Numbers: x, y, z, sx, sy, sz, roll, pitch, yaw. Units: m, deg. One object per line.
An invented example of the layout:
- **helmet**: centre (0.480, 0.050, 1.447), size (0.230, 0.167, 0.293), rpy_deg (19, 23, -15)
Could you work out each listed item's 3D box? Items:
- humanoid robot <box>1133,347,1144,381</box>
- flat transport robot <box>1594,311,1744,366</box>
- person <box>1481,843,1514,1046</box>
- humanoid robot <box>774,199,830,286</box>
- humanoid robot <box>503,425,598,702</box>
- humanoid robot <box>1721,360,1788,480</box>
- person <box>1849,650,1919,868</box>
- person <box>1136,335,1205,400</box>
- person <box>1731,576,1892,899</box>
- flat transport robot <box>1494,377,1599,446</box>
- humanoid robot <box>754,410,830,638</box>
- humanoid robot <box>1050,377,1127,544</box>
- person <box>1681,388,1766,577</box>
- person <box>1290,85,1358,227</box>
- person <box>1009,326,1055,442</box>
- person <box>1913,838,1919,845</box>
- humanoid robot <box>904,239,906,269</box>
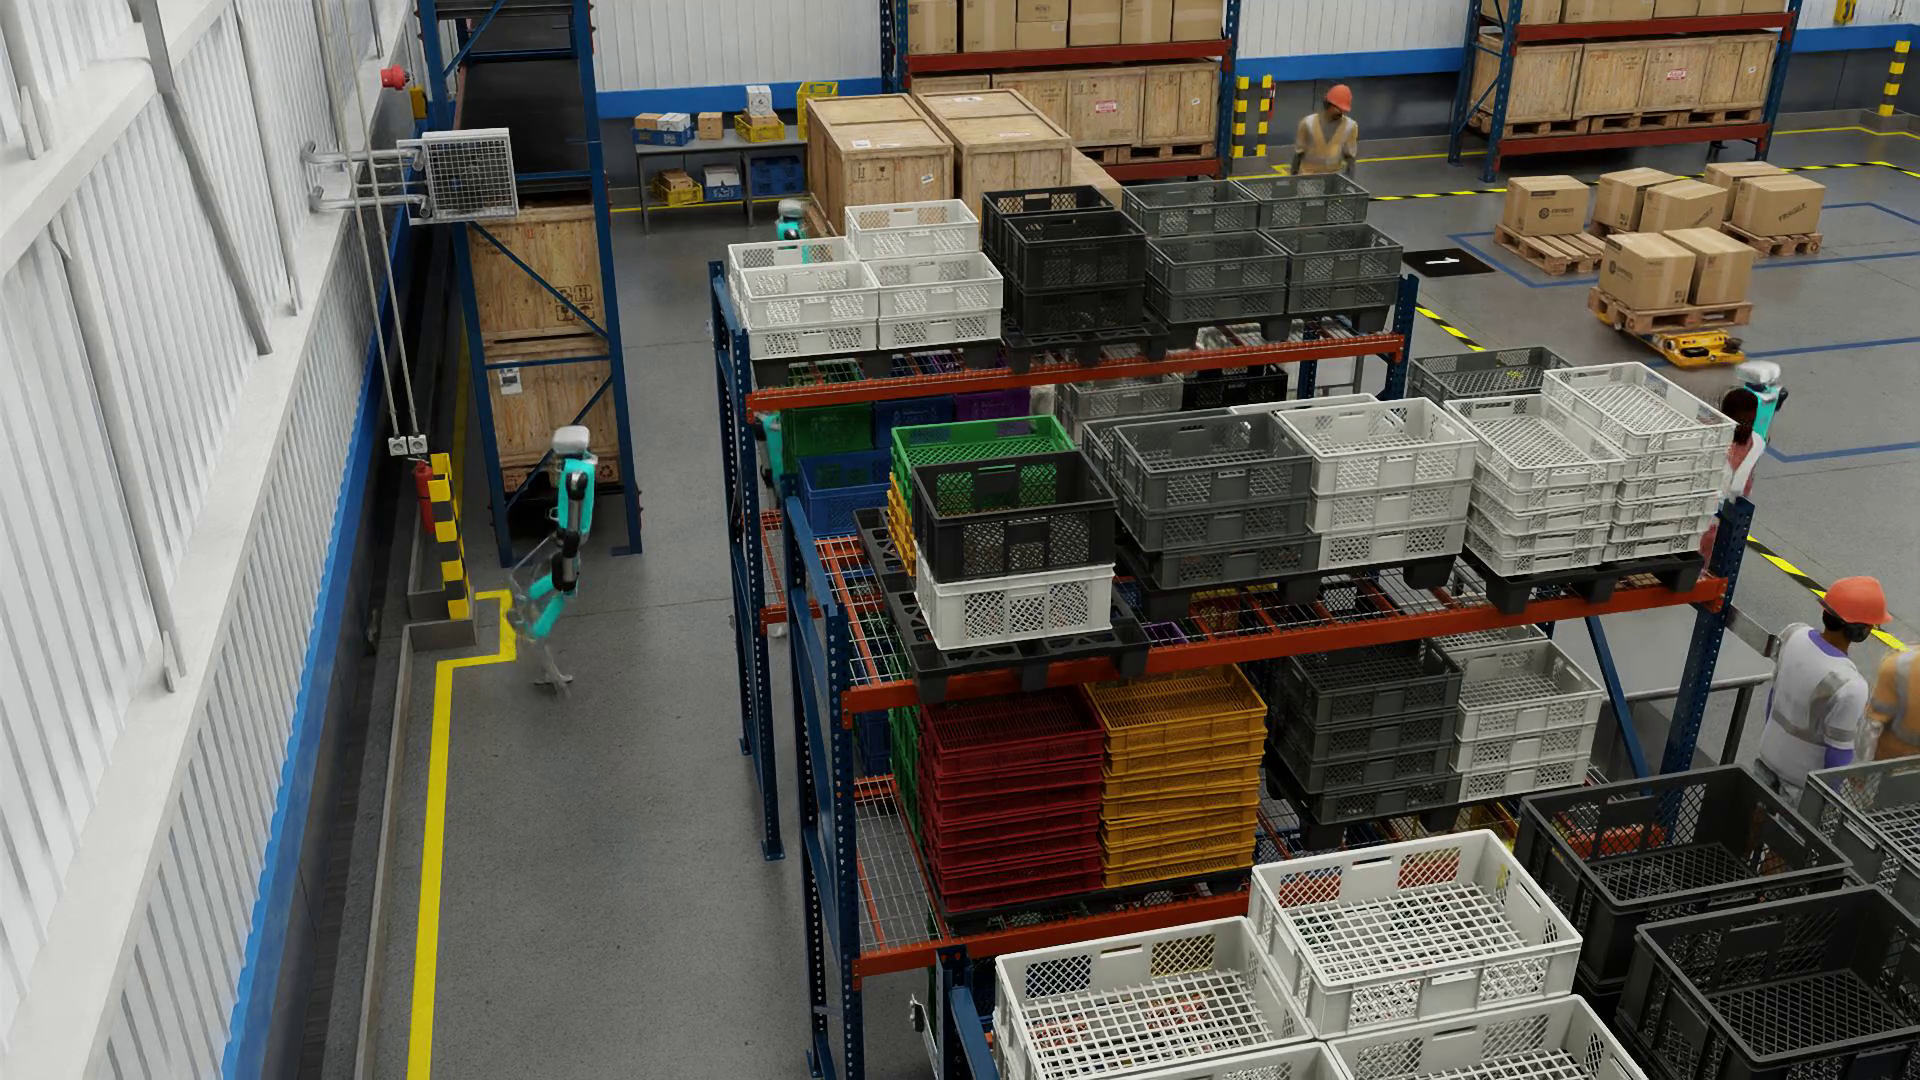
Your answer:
- **humanoid robot**: centre (1.511, -1.386, 13.172), size (0.467, 1.646, 0.598), rpy_deg (18, 33, 30)
- **flat transport robot**: centre (6.746, -2.026, 15.860), size (0.652, 0.197, 1.431), rpy_deg (-6, 28, -12)
- **person**: centre (2.133, 1.983, 6.746), size (0.607, 1.718, 0.433), rpy_deg (-5, 28, -9)
- **humanoid robot**: centre (-1.216, -2.125, 14.543), size (1.036, 1.751, 0.544), rpy_deg (-7, 29, -13)
- **humanoid robot**: centre (-2.542, 0.191, 10.174), size (0.782, 1.834, 0.558), rpy_deg (-4, 28, -8)
- **humanoid robot**: centre (5.035, -0.489, 11.256), size (0.533, 1.677, 0.735), rpy_deg (-15, 31, -26)
- **person**: centre (4.730, 1.103, 8.241), size (0.553, 1.869, 0.986), rpy_deg (14, 31, 25)
- **person**: centre (1.493, -0.974, 12.266), size (0.993, 1.781, 0.630), rpy_deg (-6, 28, -11)
- **person**: centre (4.127, 1.073, 8.129), size (0.399, 2.035, 0.598), rpy_deg (-4, 28, -8)
- **flat transport robot**: centre (4.780, -1.036, 14.013), size (0.659, 0.231, 1.431), rpy_deg (-6, 28, -12)
- **humanoid robot**: centre (-0.951, -0.220, 10.892), size (0.550, 1.777, 0.898), rpy_deg (15, 31, 26)
- **humanoid robot**: centre (0.777, -0.287, 11.055), size (0.666, 1.839, 0.541), rpy_deg (-14, 31, -24)
- **person**: centre (4.670, -0.136, 10.562), size (0.602, 1.897, 0.681), rpy_deg (-8, 29, -16)
- **person**: centre (3.774, -3.759, 17.324), size (0.621, 1.993, 0.757), rpy_deg (0, 28, 0)
- **person**: centre (0.475, -0.639, 11.587), size (0.331, 1.836, 0.505), rpy_deg (-22, 35, -35)
- **person**: centre (4.898, 1.140, 8.276), size (0.532, 1.768, 0.308), rpy_deg (-18, 33, -31)
- **humanoid robot**: centre (-0.370, -1.751, 13.915), size (0.796, 1.635, 0.600), rpy_deg (-7, 28, -12)
